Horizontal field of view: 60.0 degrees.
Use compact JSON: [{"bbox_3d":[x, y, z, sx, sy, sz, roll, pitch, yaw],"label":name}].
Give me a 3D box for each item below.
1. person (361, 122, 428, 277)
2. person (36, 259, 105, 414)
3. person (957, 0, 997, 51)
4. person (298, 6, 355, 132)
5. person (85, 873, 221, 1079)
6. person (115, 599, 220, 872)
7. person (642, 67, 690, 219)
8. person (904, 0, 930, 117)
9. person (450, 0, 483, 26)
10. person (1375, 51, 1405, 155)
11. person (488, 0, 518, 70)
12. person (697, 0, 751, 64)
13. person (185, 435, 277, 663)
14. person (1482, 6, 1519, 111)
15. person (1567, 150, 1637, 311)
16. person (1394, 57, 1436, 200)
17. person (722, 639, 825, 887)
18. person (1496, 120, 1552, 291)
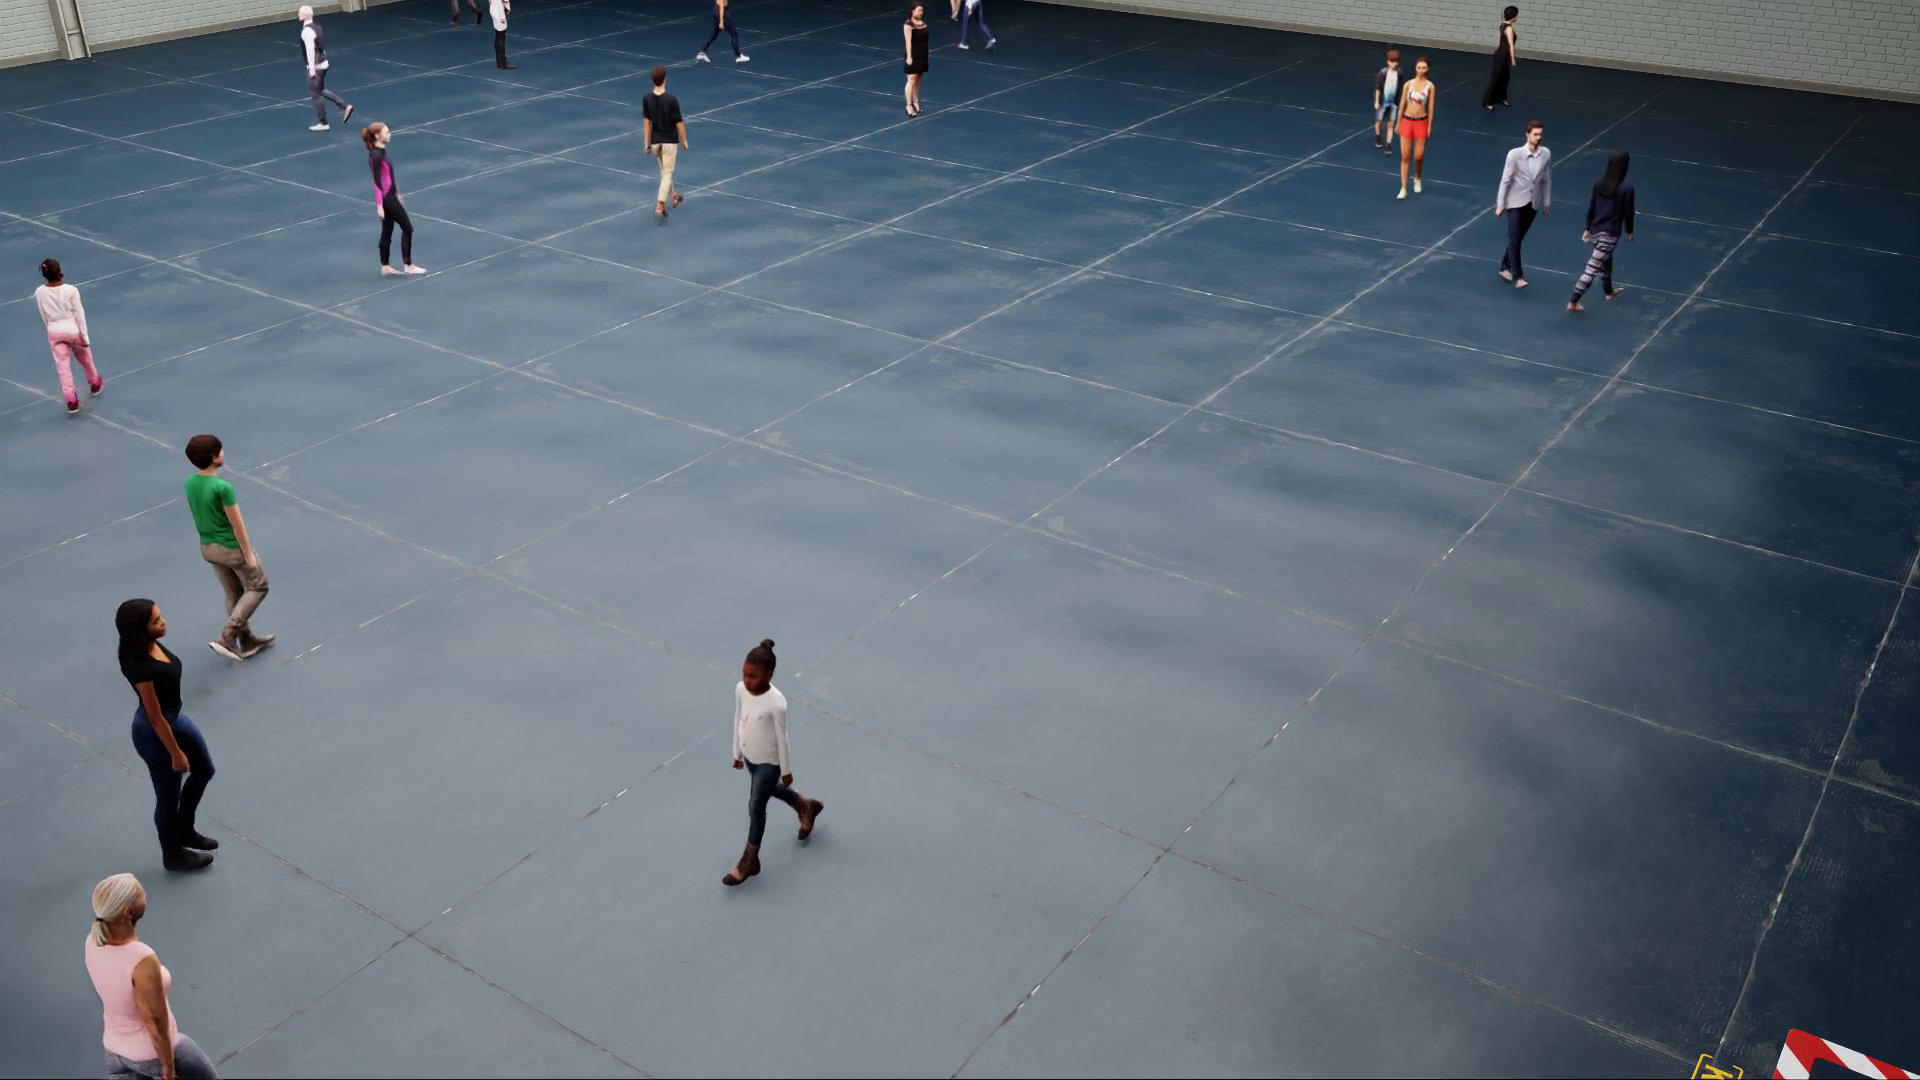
[{"bbox_3d":[-6.489,-3.785,18.591,0.879,1.734,0.817,-5,28,-10],"label":"person"},{"bbox_3d":[-8.185,-1.853,15.193,0.963,1.411,0.979,-7,28,-13],"label":"person"},{"bbox_3d":[0.324,-9.689,30.279,0.635,1.532,0.998,21,34,35],"label":"person"},{"bbox_3d":[-9.488,-7.008,24.769,1.049,1.808,0.999,-4,27,-7],"label":"person"},{"bbox_3d":[-3.502,2.203,7.017,0.718,1.684,1.126,10,29,19],"label":"person"},{"bbox_3d":[-4.462,1.101,9.114,0.750,1.724,0.702,-8,28,-15],"label":"person"},{"bbox_3d":[-3.689,-4.879,20.628,0.948,1.814,1.283,6,28,12],"label":"person"},{"bbox_3d":[-0.693,-7.468,25.764,0.724,1.715,0.558,14,30,25],"label":"person"},{"bbox_3d":[-9.299,-10.449,30.972,0.731,1.694,0.902,16,31,29],"label":"person"},{"bbox_3d":[6.102,-6.263,23.764,0.876,1.404,1.072,1,27,3],"label":"person"},{"bbox_3d":[-8.032,-9.132,28.900,0.737,1.803,0.727,-14,30,-25],"label":"person"},{"bbox_3d":[-4.274,-9.125,29.124,1.219,1.585,1.015,-10,29,-19],"label":"person"},{"bbox_3d":[-4.973,0.101,11.144,0.671,1.644,0.793,13,30,24],"label":"person"},{"bbox_3d":[8.387,-7.504,25.980,0.854,1.581,0.817,1,27,3],"label":"person"},{"bbox_3d":[6.749,-3.199,17.516,1.202,1.677,0.928,-15,31,-26],"label":"person"},{"bbox_3d":[5.909,-5.370,21.615,0.664,1.783,0.778,12,30,22],"label":"person"},{"bbox_3d":[-1.047,1.188,9.268,0.637,1.427,1.021,24,36,38],"label":"person"},{"bbox_3d":[6.178,-3.729,18.390,1.134,1.819,1.178,-6,28,-11],"label":"person"}]
